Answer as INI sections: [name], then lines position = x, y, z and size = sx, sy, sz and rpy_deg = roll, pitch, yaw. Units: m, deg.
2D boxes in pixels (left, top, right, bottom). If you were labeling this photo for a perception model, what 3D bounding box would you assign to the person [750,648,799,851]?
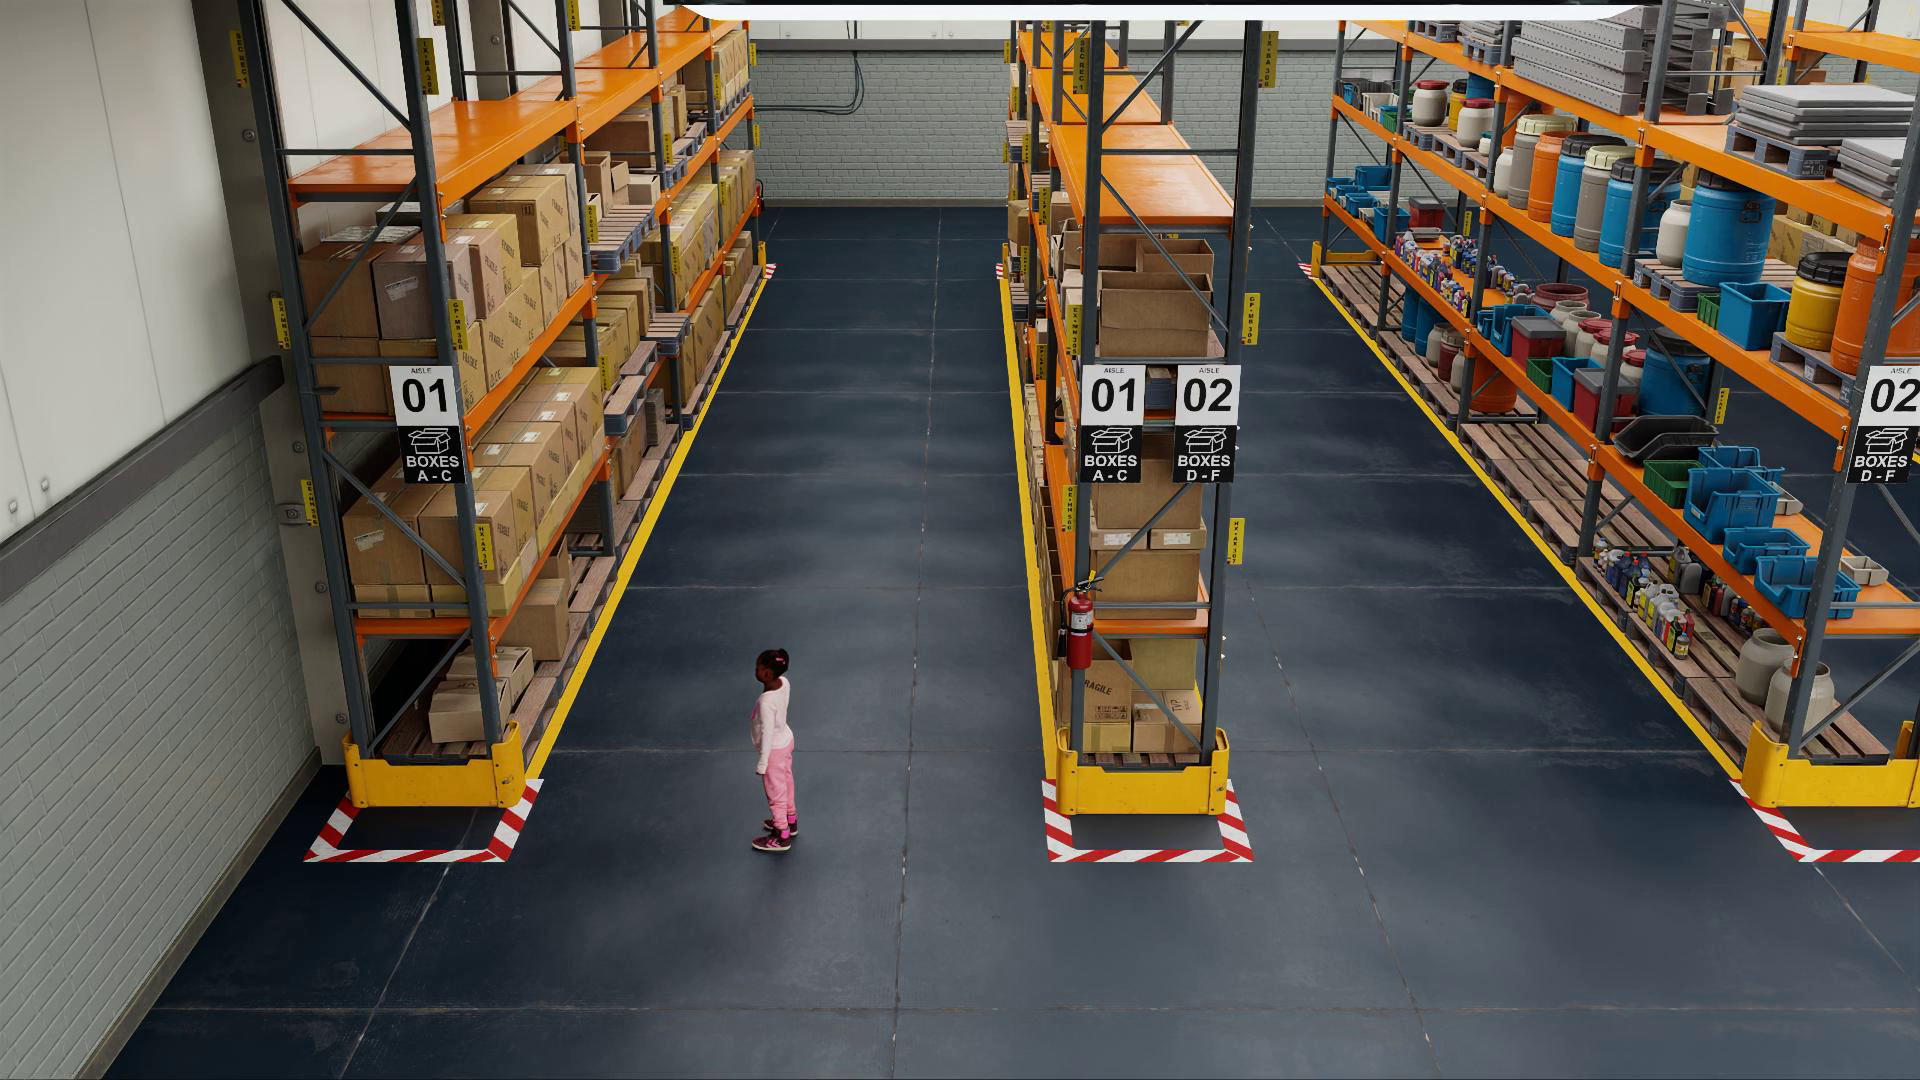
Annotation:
[person]
position = -1.214, 1.355, 10.974
size = 0.643, 1.443, 0.502
rpy_deg = 5, 23, 12
